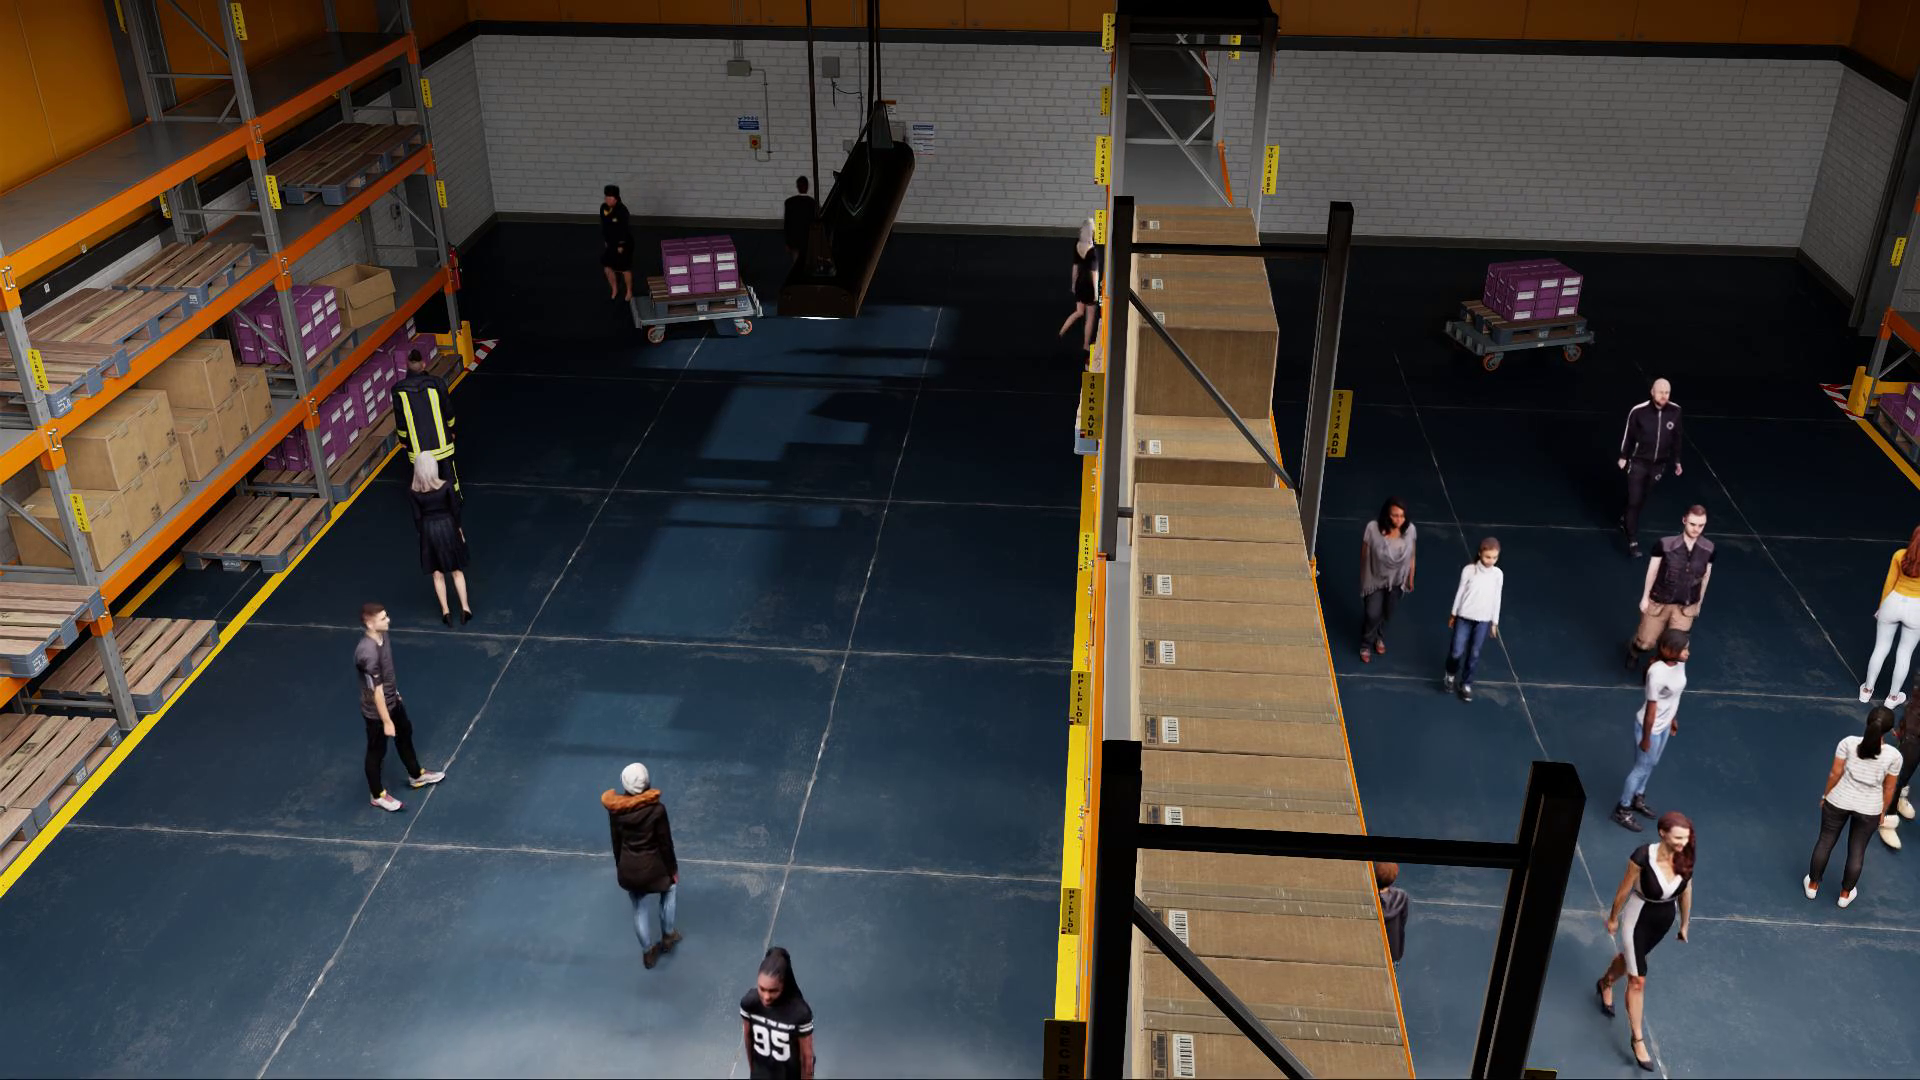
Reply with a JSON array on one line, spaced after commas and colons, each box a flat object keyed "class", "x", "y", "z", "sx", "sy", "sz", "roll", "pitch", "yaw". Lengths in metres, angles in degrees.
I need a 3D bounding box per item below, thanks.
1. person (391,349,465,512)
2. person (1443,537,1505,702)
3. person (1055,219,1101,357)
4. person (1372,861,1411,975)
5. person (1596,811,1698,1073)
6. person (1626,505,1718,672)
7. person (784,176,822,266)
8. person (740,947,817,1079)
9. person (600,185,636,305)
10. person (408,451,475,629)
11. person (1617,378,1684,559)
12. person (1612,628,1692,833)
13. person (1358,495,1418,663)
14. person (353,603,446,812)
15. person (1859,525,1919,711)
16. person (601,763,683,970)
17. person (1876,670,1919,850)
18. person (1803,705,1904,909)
[{"class": "person", "x": -5.452, "y": -1.103, "z": 17.014, "sx": 0.863, "sy": 1.860, "sz": 0.863, "roll": -11, "pitch": 30, "yaw": -19}, {"class": "person", "x": 4.376, "y": 0.619, "z": 14.179, "sx": 0.542, "sy": 1.549, "sz": 0.570, "roll": 3, "pitch": 29, "yaw": 6}, {"class": "person", "x": 1.502, "y": -3.095, "z": 20.711, "sx": 0.985, "sy": 1.816, "sz": 0.955, "roll": -19, "pitch": 34, "yaw": -31}, {"class": "person", "x": 2.651, "y": 2.670, "z": 10.566, "sx": 0.555, "sy": 1.409, "sz": 0.981, "roll": 0, "pitch": 29, "yaw": 0}, {"class": "person", "x": 4.342, "y": 2.414, "z": 10.659, "sx": 0.800, "sy": 1.770, "sz": 1.081, "roll": -5, "pitch": 29, "yaw": -9}, {"class": "person", "x": 6.028, "y": 0.487, "z": 14.136, "sx": 0.723, "sy": 1.824, "sz": 0.929, "roll": 5, "pitch": 29, "yaw": 8}, {"class": "person", "x": -2.105, "y": -4.003, "z": 22.391, "sx": 0.719, "sy": 1.802, "sz": 0.637, "roll": -1, "pitch": 29, "yaw": -2}, {"class": "person", "x": -0.995, "y": 3.031, "z": 9.588, "sx": 0.655, "sy": 1.713, "sz": 0.796, "roll": 5, "pitch": 29, "yaw": 9}, {"class": "person", "x": -4.570, "y": -4.014, "z": 22.565, "sx": 0.820, "sy": 1.654, "sz": 0.840, "roll": 19, "pitch": 34, "yaw": 30}, {"class": "person", "x": -4.721, "y": -0.009, "z": 15.126, "sx": 0.667, "sy": 1.747, "sz": 0.664, "roll": -7, "pitch": 29, "yaw": -12}, {"class": "person", "x": 6.779, "y": -0.787, "z": 16.514, "sx": 0.764, "sy": 1.782, "sz": 1.194, "roll": -1, "pitch": 29, "yaw": -1}, {"class": "person", "x": 5.232, "y": 1.409, "z": 12.553, "sx": 0.718, "sy": 1.721, "sz": 0.643, "roll": 25, "pitch": 37, "yaw": 38}, {"class": "person", "x": 3.764, "y": 0.272, "z": 14.771, "sx": 0.667, "sy": 1.592, "sz": 0.708, "roll": -2, "pitch": 29, "yaw": -4}, {"class": "person", "x": -4.484, "y": 1.263, "z": 12.786, "sx": 0.820, "sy": 1.753, "sz": 0.761, "roll": 1, "pitch": 29, "yaw": 1}, {"class": "person", "x": 7.926, "y": 0.621, "z": 13.966, "sx": 0.692, "sy": 1.751, "sz": 0.729, "roll": 22, "pitch": 35, "yaw": 34}, {"class": "person", "x": -2.133, "y": 2.224, "z": 11.157, "sx": 0.645, "sy": 1.627, "sz": 0.674, "roll": 4, "pitch": 29, "yaw": 8}, {"class": "person", "x": 7.265, "y": 1.529, "z": 12.405, "sx": 0.899, "sy": 1.651, "sz": 0.699, "roll": 2, "pitch": 29, "yaw": 4}, {"class": "person", "x": 6.334, "y": 1.873, "z": 11.781, "sx": 0.649, "sy": 1.646, "sz": 0.657, "roll": 16, "pitch": 32, "yaw": 26}]
